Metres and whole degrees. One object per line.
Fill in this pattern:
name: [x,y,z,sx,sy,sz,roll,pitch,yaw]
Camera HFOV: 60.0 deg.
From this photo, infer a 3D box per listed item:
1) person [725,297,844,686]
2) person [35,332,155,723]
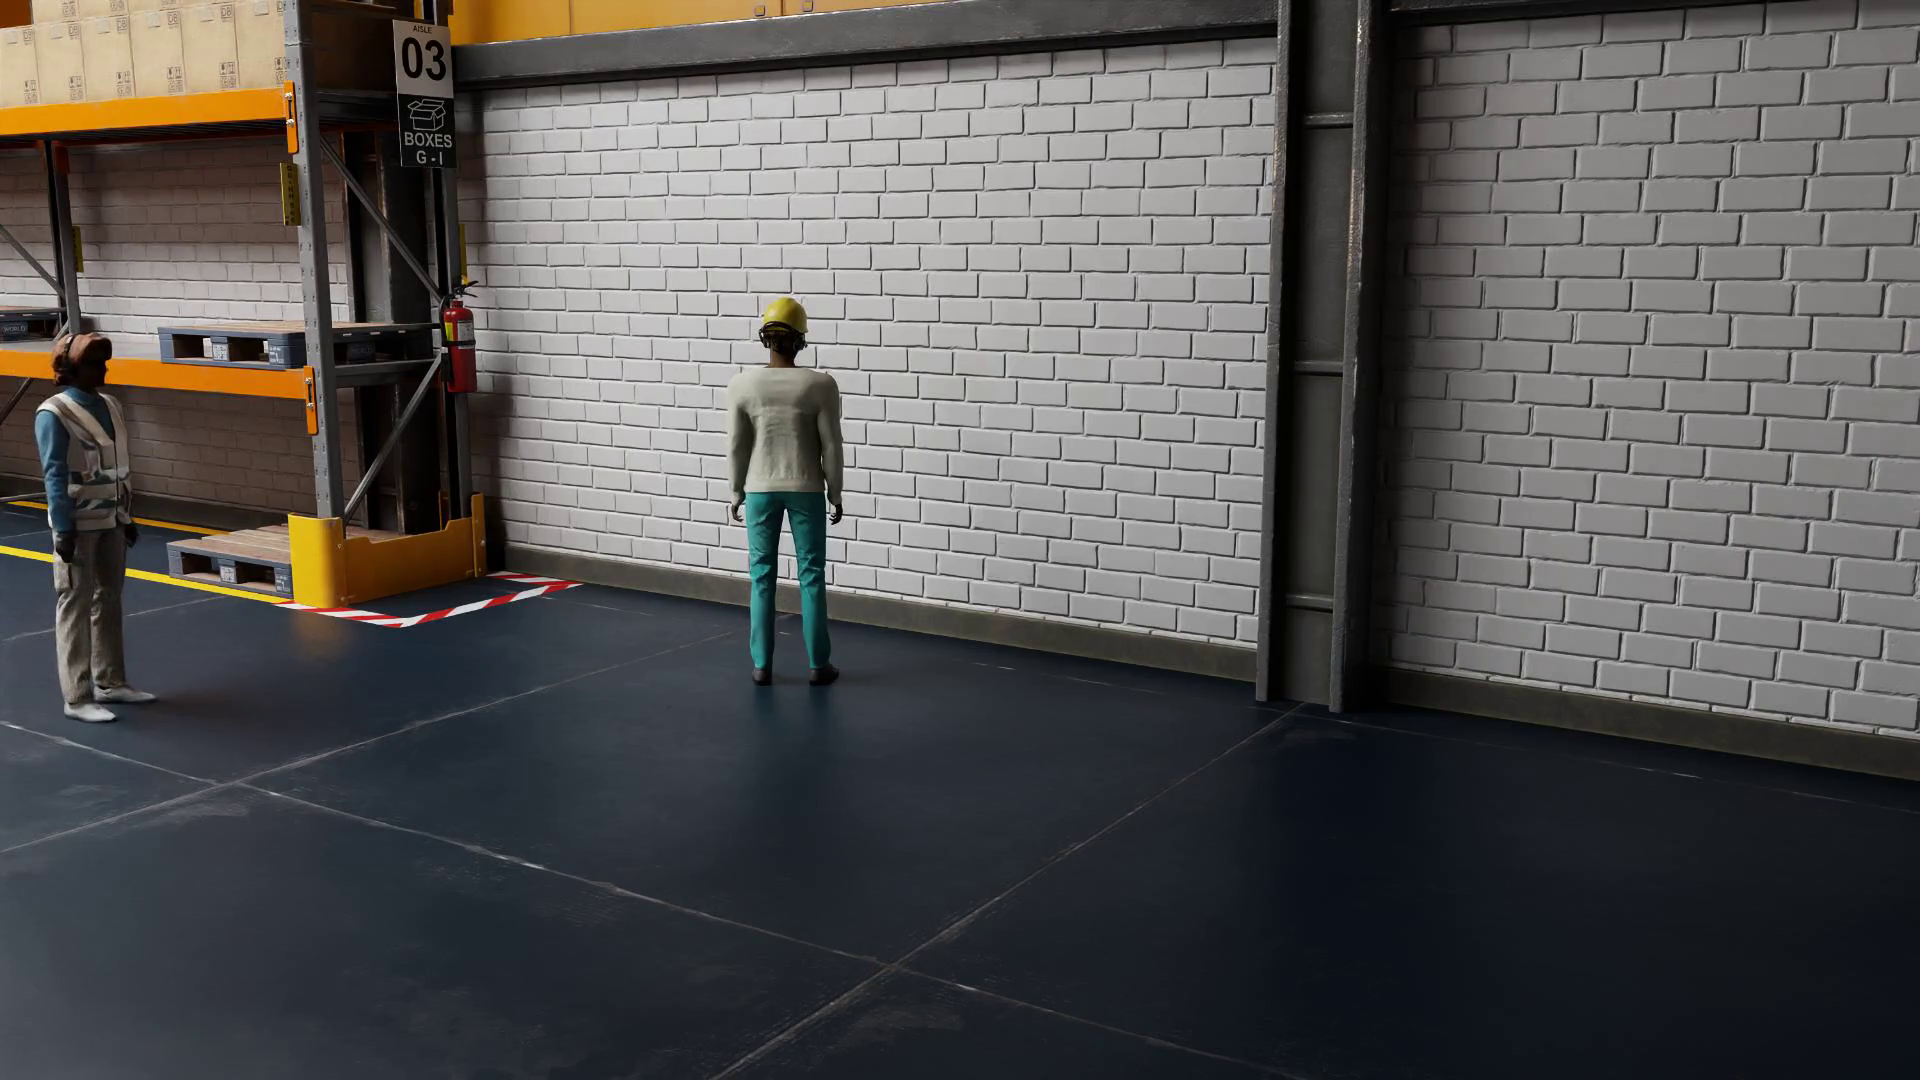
person: [-0.791,-0.214,7.578,0.533,1.767,0.327,0,10,2]
person: [-3.684,-0.057,7.059,0.310,1.638,0.522,1,10,4]
